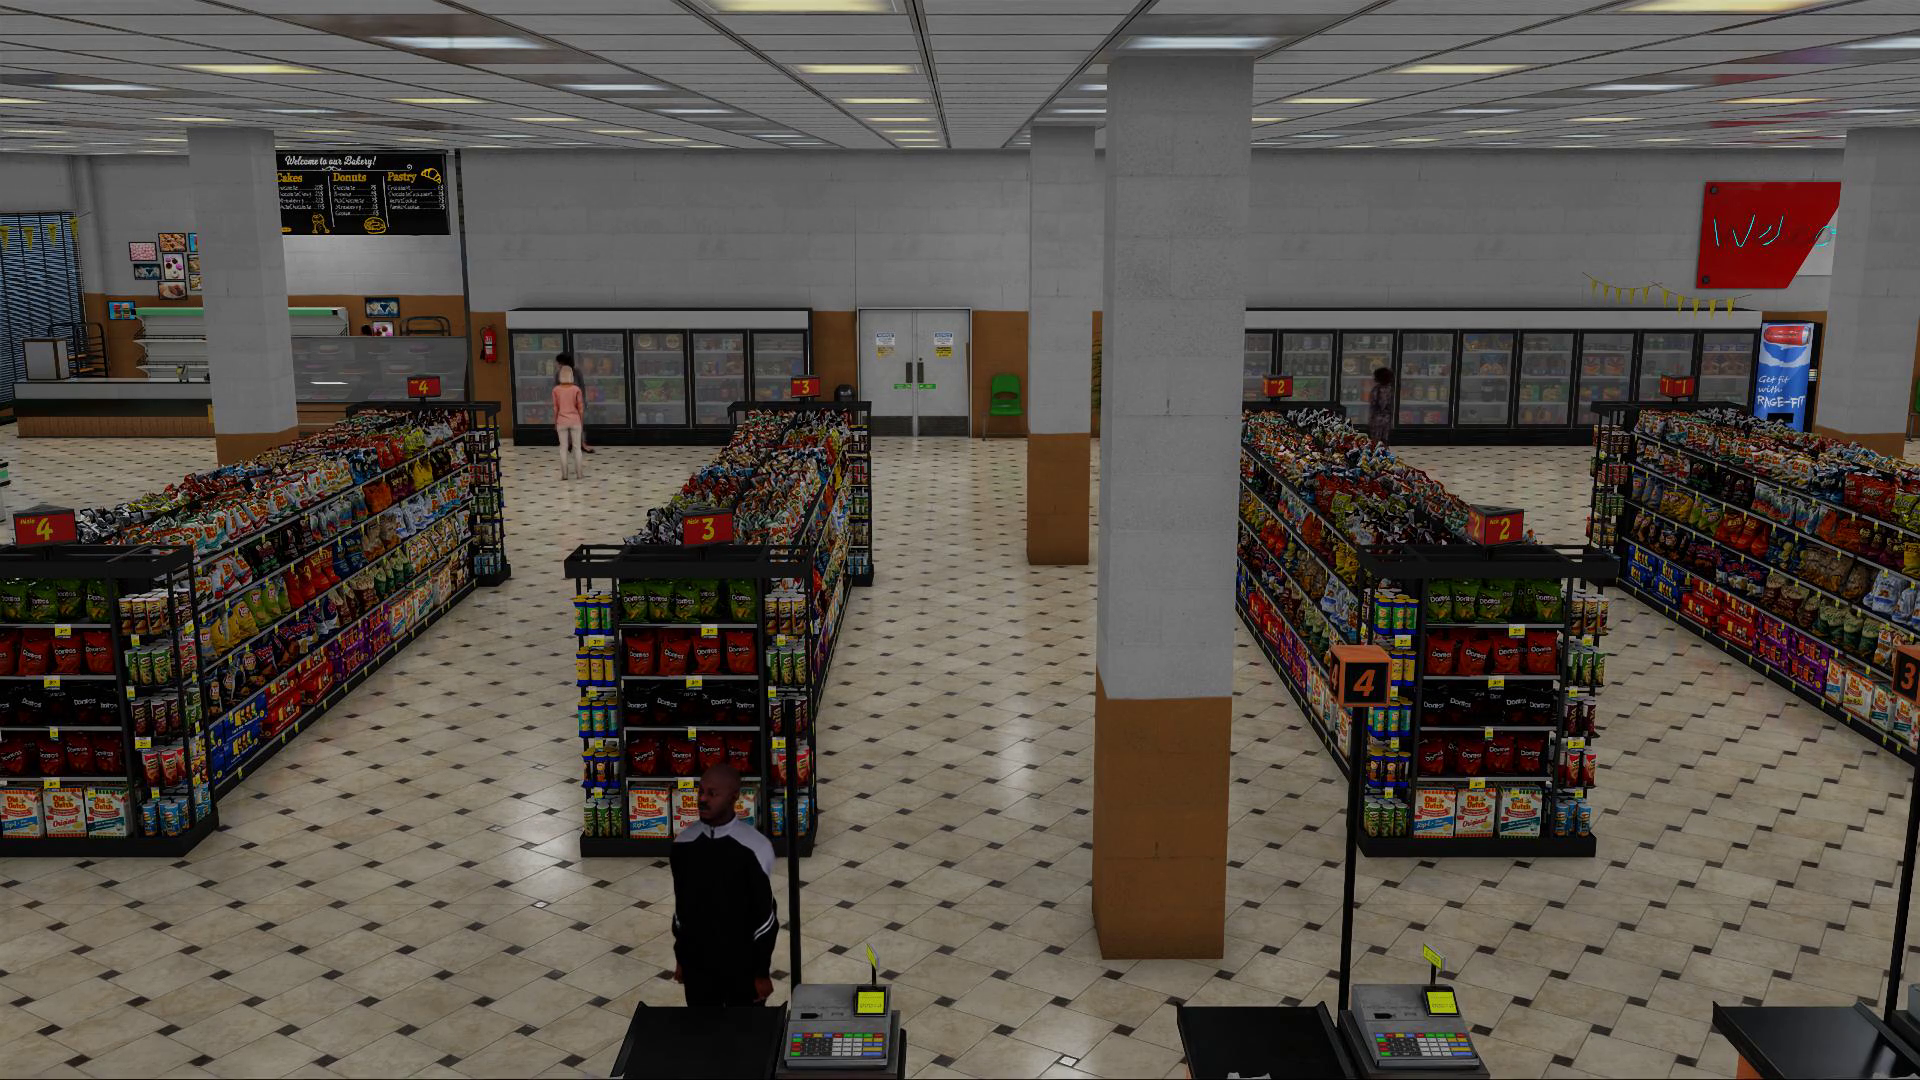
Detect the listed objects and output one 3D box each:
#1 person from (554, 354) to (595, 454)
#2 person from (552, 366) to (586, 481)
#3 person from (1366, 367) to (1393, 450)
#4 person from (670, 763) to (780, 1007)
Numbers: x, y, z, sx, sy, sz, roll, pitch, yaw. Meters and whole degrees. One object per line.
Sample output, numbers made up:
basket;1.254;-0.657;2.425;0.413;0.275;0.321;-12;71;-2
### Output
person;-6.397;-2.260;27.620;0.791;1.651;0.670;-1;12;-3
person;-5.926;-1.782;25.173;0.631;1.724;0.566;-2;12;-9
person;6.356;-1.767;25.144;0.800;1.708;0.829;-7;14;-30
person;-1.060;1.875;7.555;0.733;1.828;0.688;5;13;23
